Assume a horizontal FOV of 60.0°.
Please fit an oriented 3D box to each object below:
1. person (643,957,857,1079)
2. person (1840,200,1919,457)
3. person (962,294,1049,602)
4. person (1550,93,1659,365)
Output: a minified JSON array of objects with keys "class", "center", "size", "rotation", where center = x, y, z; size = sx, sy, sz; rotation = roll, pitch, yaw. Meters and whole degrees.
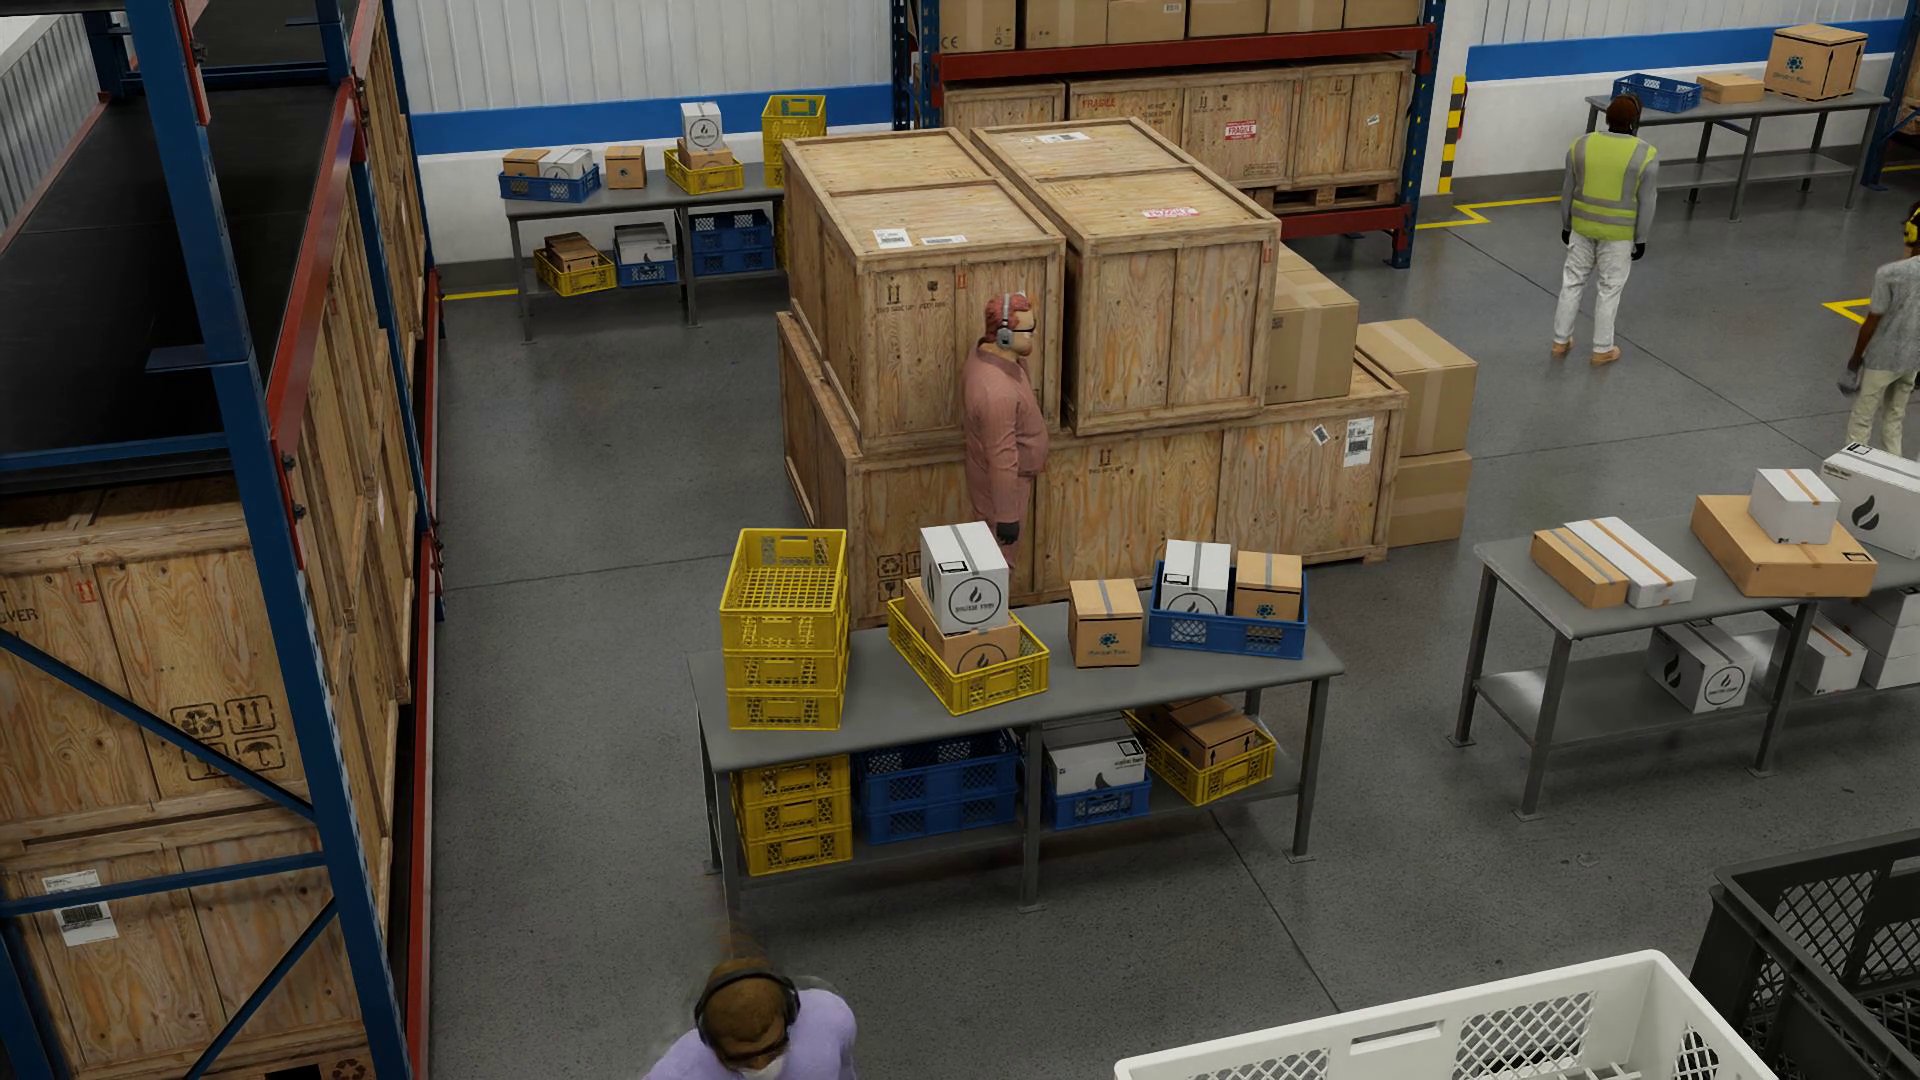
[{"class":"person","center":[-0.550,1.708,4.351],"size":[0.682,1.877,1.029],"rotation":[-16,32,-26]},{"class":"person","center":[5.150,-0.966,9.214],"size":[0.505,1.861,0.324],"rotation":[-4,29,-8]},{"class":"person","center":[0.216,-0.259,7.875],"size":[0.403,1.906,0.651],"rotation":[-2,29,-4]},{"class":"person","center":[4.372,-2.103,11.287],"size":[0.627,1.847,0.429],"rotation":[22,36,34]}]
